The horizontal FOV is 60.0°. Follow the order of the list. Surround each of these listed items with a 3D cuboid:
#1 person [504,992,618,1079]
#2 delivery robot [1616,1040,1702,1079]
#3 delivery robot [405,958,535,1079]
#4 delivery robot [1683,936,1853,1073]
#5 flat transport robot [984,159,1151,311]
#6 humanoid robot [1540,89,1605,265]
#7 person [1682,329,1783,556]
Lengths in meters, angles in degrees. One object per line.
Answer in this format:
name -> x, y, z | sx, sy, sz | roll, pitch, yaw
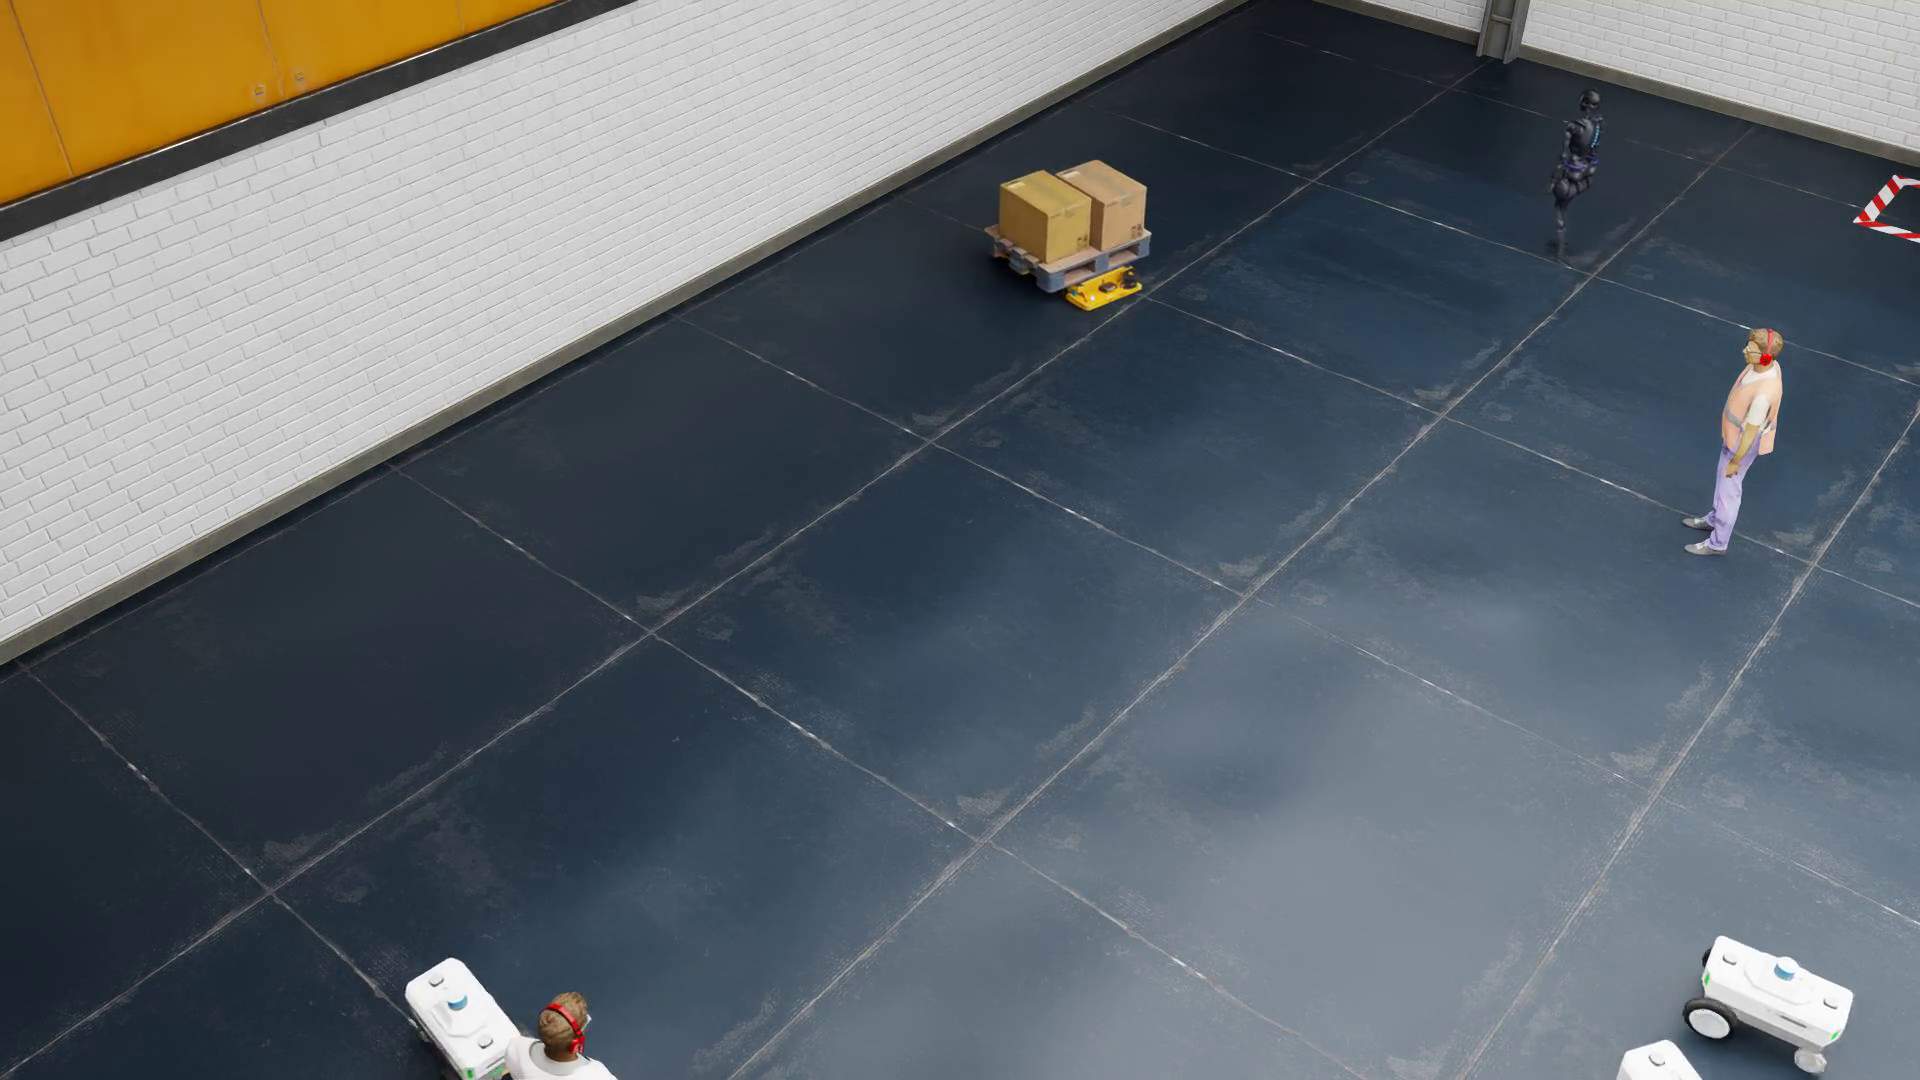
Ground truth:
person -> -1.746, 2.740, 7.642 | 0.568, 1.832, 0.403 | 14, 41, 17
delivery robot -> 3.651, 2.961, 8.397 | 0.499, 0.611, 0.792 | -11, 40, -13
delivery robot -> -2.594, 2.615, 8.827 | 0.520, 0.613, 0.784 | -30, 47, -32
delivery robot -> 4.372, 2.469, 8.984 | 0.773, 0.582, 0.499 | 22, 44, 25
flat transport robot -> 0.982, -2.586, 15.497 | 0.659, 0.231, 1.431 | -25, 45, -28
humanoid robot -> 5.633, -3.358, 15.340 | 0.608, 1.644, 0.478 | -23, 44, -26
person -> 5.596, -0.697, 11.907 | 0.391, 1.836, 0.559 | 11, 40, 14
